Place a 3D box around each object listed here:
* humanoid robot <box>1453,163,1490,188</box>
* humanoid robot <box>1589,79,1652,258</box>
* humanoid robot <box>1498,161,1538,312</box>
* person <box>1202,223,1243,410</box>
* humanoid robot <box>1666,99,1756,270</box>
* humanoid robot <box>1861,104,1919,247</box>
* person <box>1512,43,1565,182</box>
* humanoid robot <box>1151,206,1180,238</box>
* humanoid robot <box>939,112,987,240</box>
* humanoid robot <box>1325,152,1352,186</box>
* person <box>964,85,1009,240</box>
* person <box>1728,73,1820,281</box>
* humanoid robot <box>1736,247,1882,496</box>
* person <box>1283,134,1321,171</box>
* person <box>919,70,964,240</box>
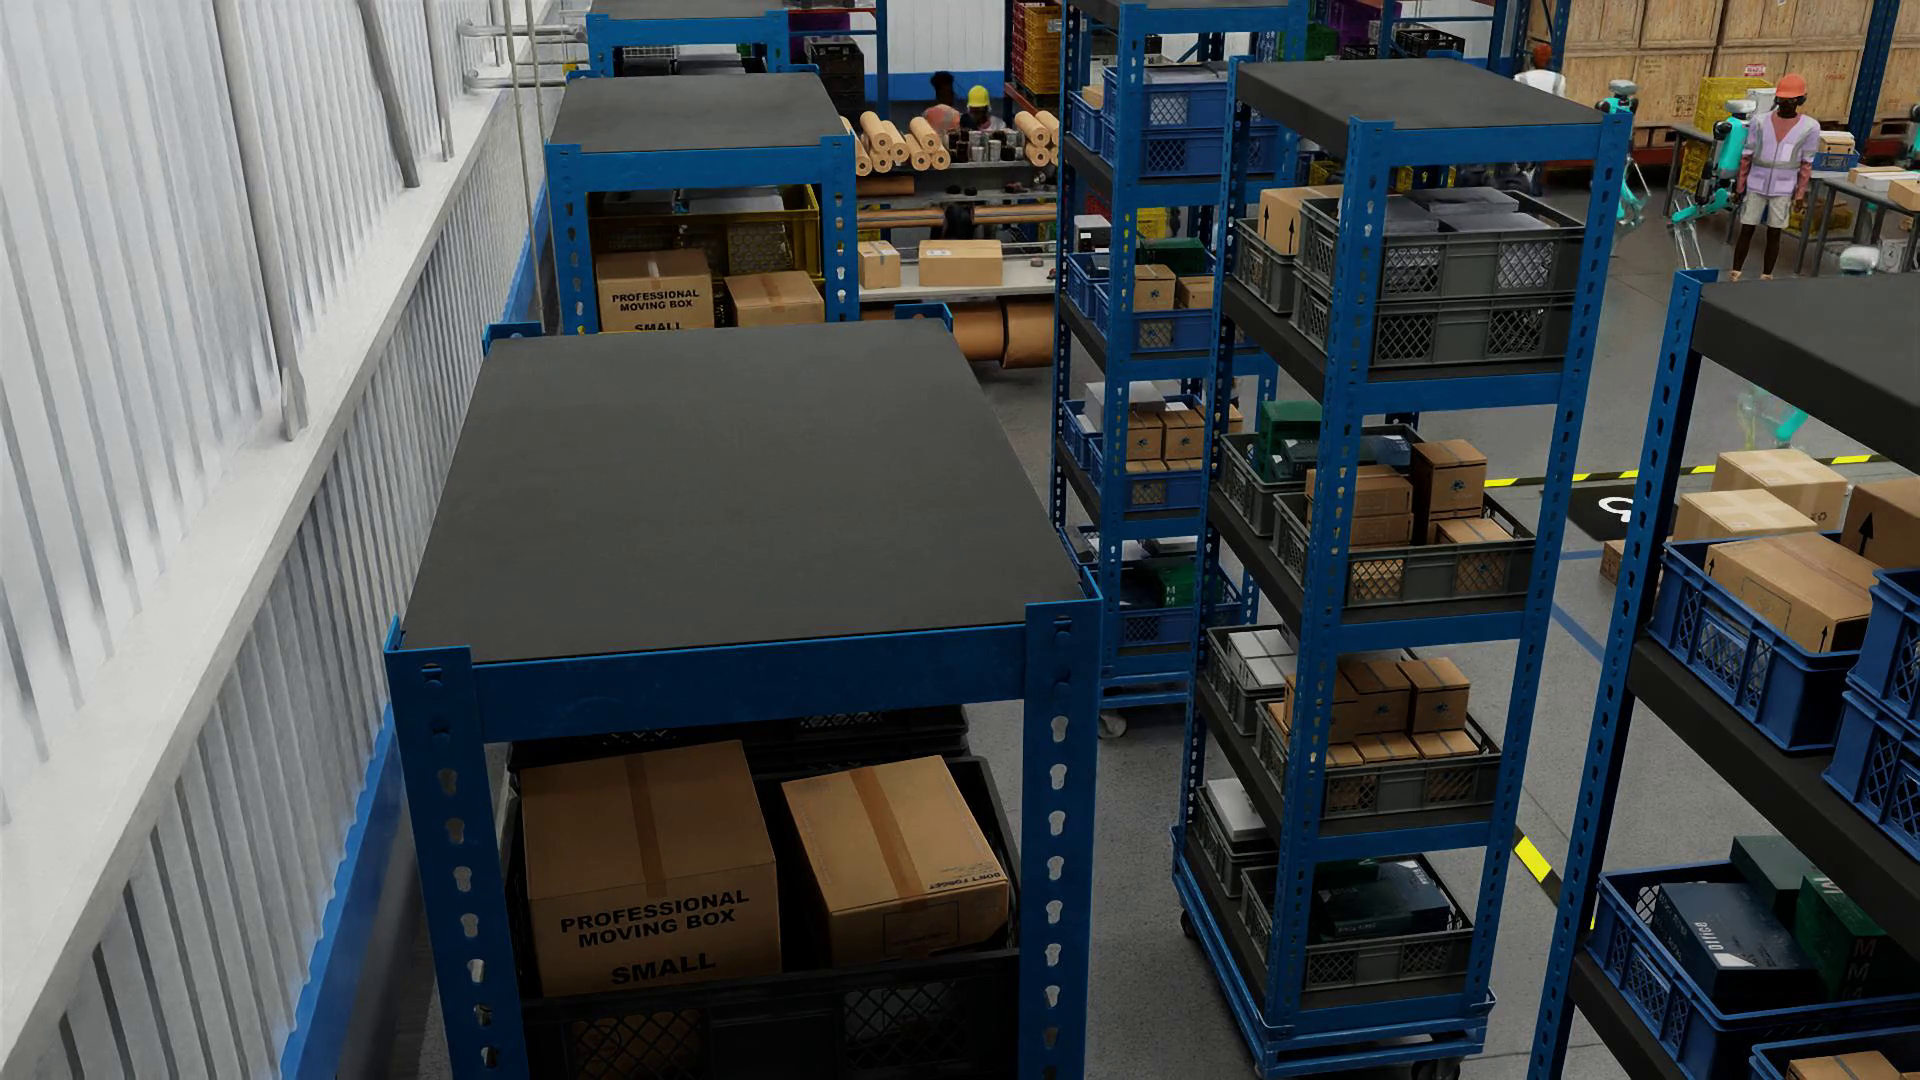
[{"bbox_3d":[4.456,-2.719,14.591,0.734,1.650,0.583,-7,26,-16],"label":"humanoid robot"},{"bbox_3d":[6.482,-3.572,16.218,0.530,1.735,0.679,-14,28,-29],"label":"humanoid robot"},{"bbox_3d":[4.689,-2.596,14.327,0.823,1.604,0.591,13,28,26],"label":"humanoid robot"},{"bbox_3d":[1.713,-1.207,11.033,0.395,1.848,0.587,-4,25,-9],"label":"person"},{"bbox_3d":[6.993,-3.321,15.603,0.533,1.674,0.735,-10,27,-21],"label":"humanoid robot"},{"bbox_3d":[9.275,-3.618,16.511,0.545,1.860,0.833,-8,26,-16],"label":"humanoid robot"},{"bbox_3d":[6.230,-4.476,18.149,0.585,1.842,0.935,2,25,4],"label":"person"},{"bbox_3d":[2.071,-3.744,16.818,0.601,1.632,0.782,-8,26,-16],"label":"humanoid robot"},{"bbox_3d":[0.017,-3.137,15.468,0.602,1.642,0.613,-21,32,-38],"label":"humanoid robot"},{"bbox_3d":[3.278,-2.659,14.429,0.546,1.625,0.608,12,27,25],"label":"humanoid robot"},{"bbox_3d":[0.168,-3.390,15.818,0.601,1.821,0.525,0,25,0],"label":"person"},{"bbox_3d":[7.372,-3.195,15.122,0.604,2.044,0.374,14,28,28],"label":"person"},{"bbox_3d":[5.540,-1.100,10.965,1.049,1.739,0.546,16,29,30],"label":"humanoid robot"},{"bbox_3d":[3.946,-4.802,18.925,0.742,1.809,0.675,5,25,11],"label":"person"},{"bbox_3d":[-0.150,-3.464,15.849,0.462,1.922,0.698,-18,30,-34],"label":"person"}]
